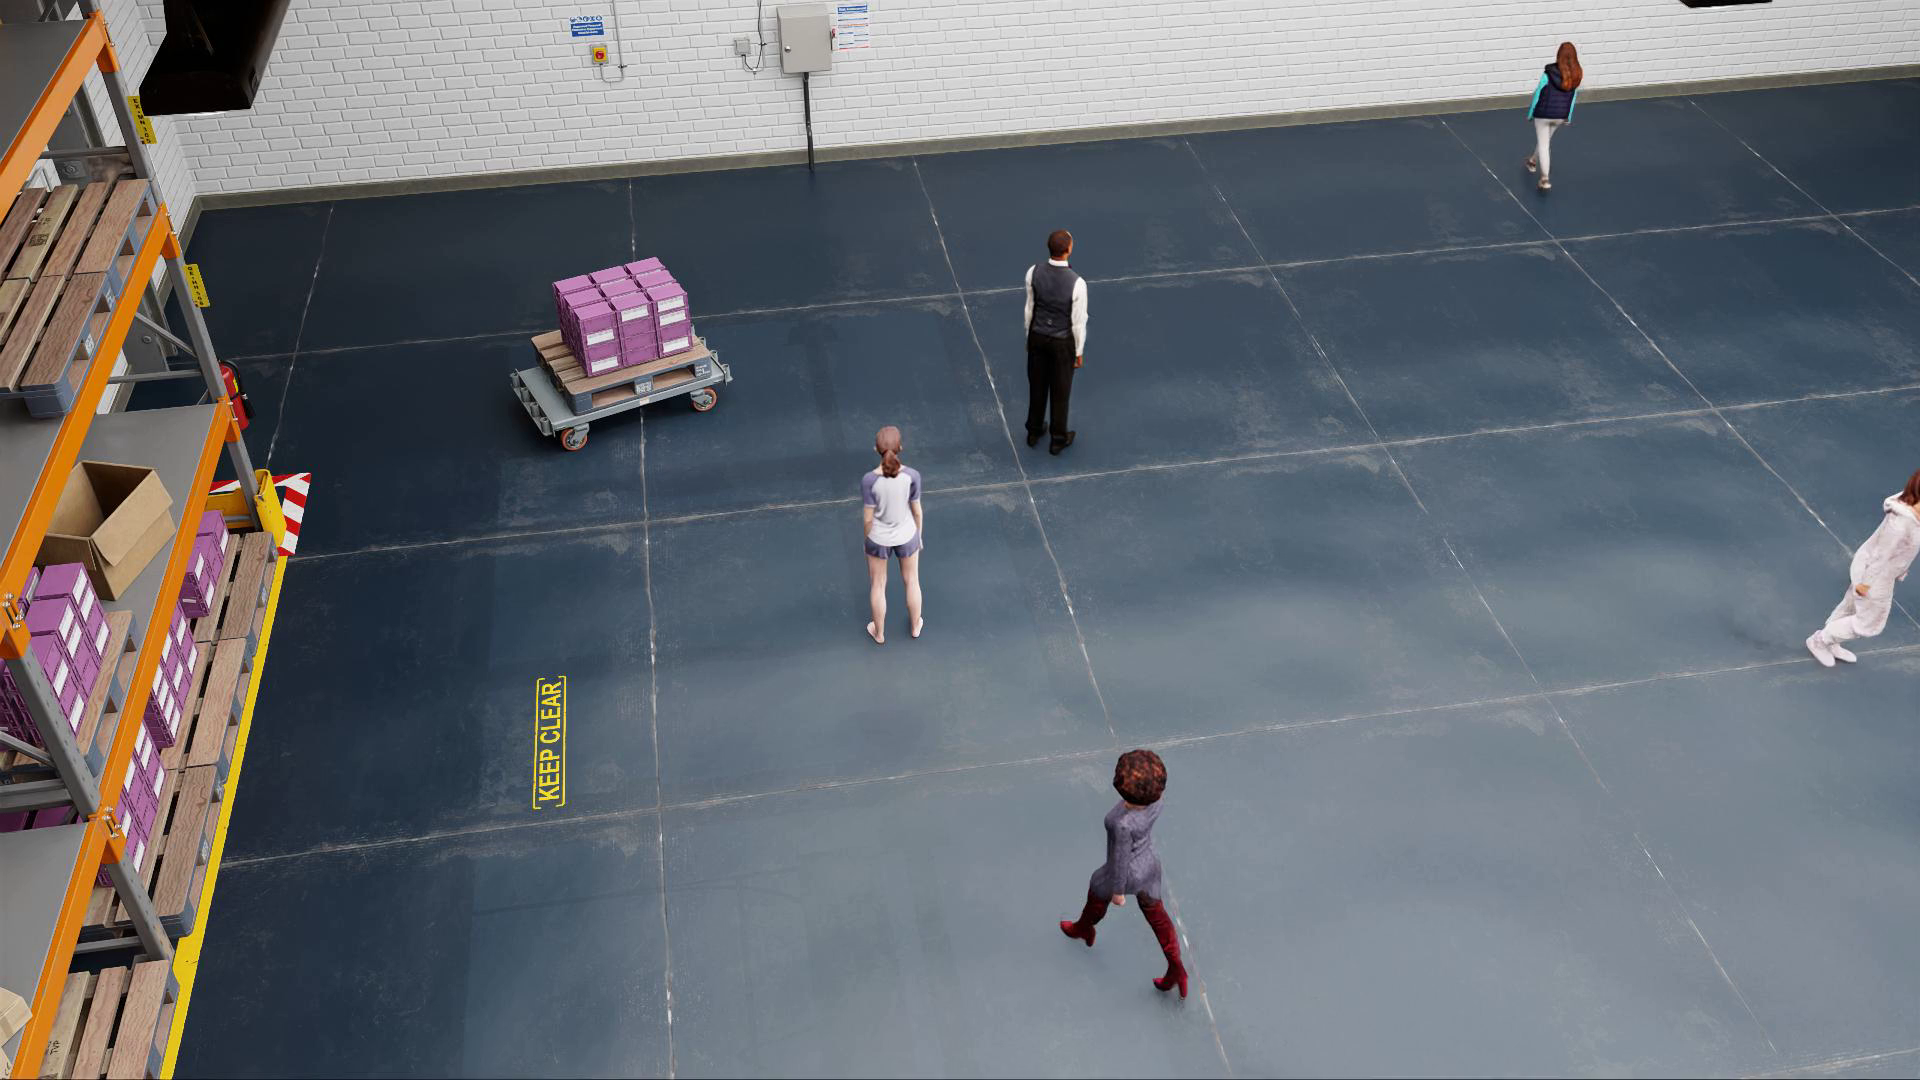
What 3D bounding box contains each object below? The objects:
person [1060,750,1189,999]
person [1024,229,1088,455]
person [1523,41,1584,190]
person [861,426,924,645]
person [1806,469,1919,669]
[{"bbox_3d":[1.006,1.844,9.043,1.156,1.669,1.029,29,47,31],"label":"person"},{"bbox_3d":[0.724,-1.564,13.111,0.774,1.917,0.795,16,41,19],"label":"person"},{"bbox_3d":[6.013,-4.284,16.878,0.610,1.466,0.966,-4,39,-4],"label":"person"},{"bbox_3d":[-0.462,-0.024,11.303,0.562,1.768,0.554,-7,39,-9],"label":"person"},{"bbox_3d":[6.055,0.163,11.147,0.861,1.670,0.801,23,44,26],"label":"person"}]
